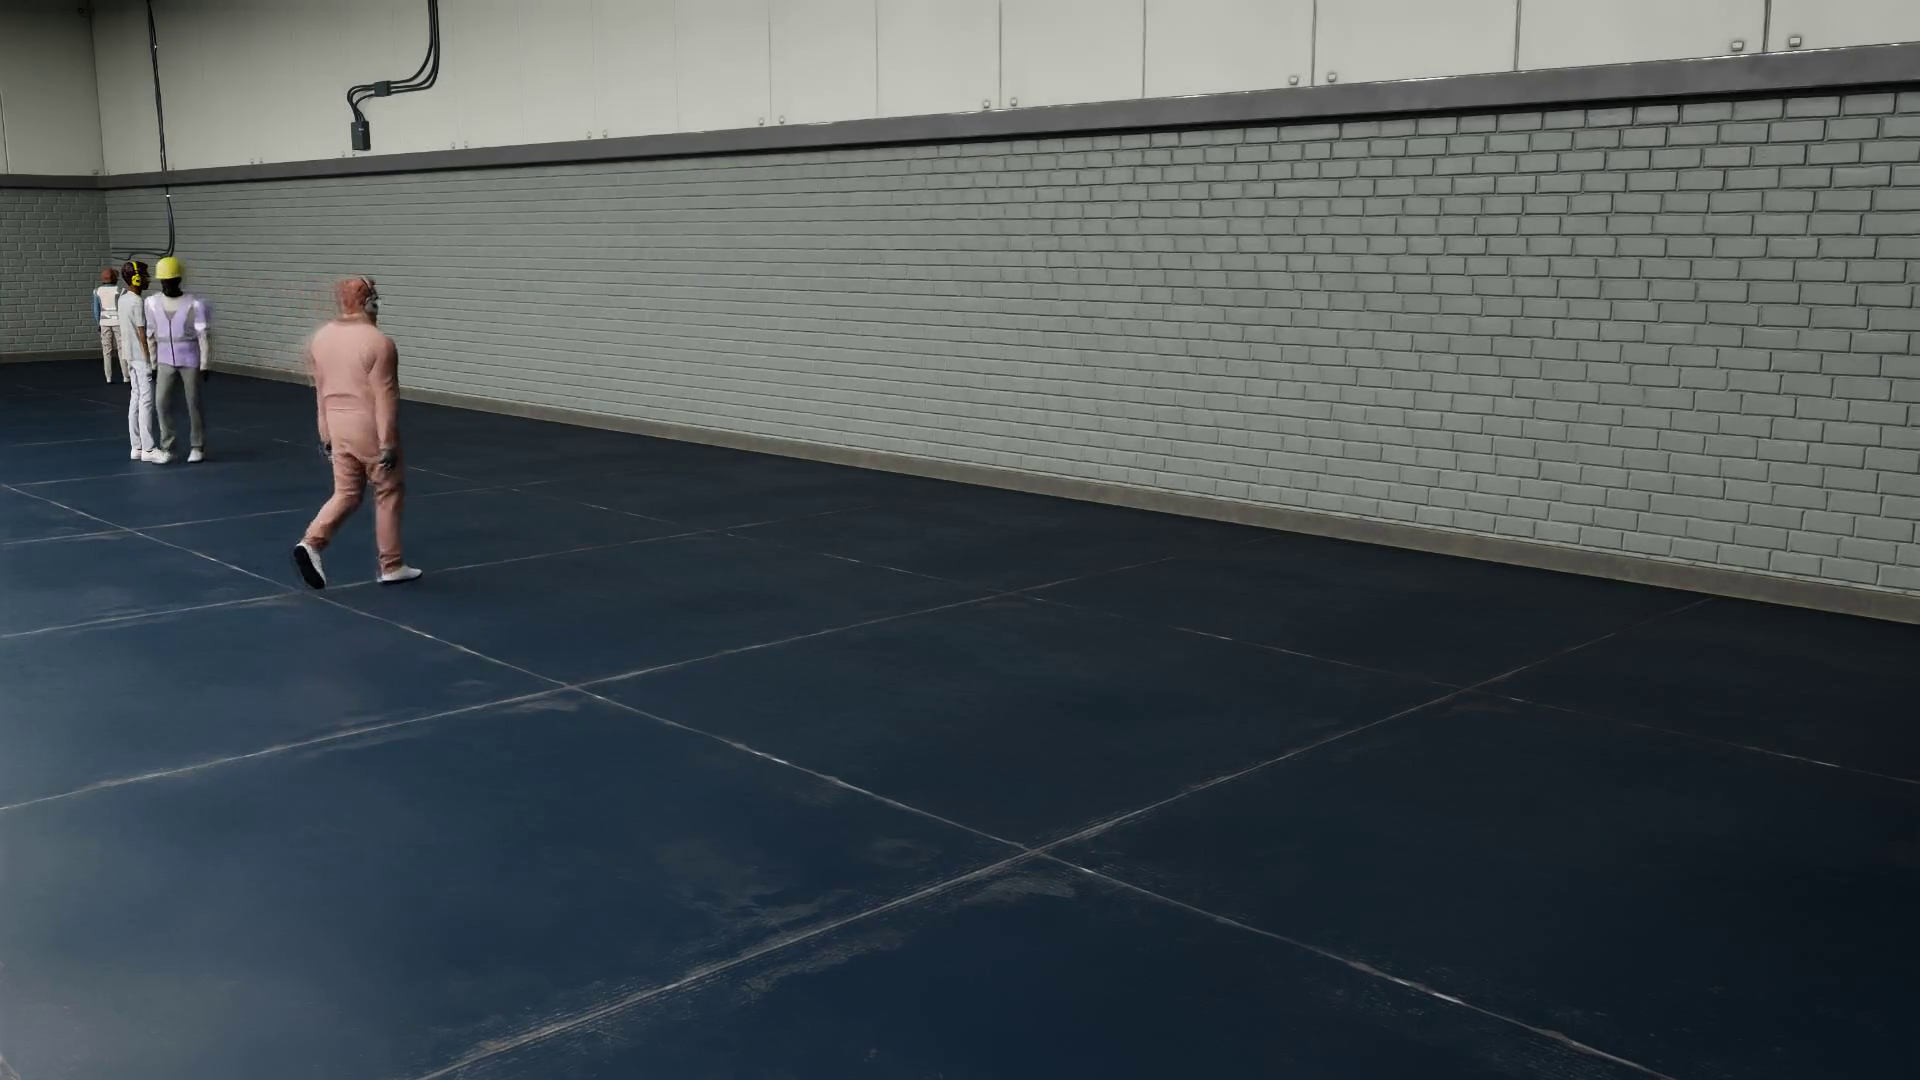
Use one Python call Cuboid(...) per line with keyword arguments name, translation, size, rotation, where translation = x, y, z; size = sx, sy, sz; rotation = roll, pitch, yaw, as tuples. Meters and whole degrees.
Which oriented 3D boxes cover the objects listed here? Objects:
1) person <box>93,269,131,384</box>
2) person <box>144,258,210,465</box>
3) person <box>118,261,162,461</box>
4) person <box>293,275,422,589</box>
Cuboid(name="person", translation=(-12.096, -3.052, 23.776), size=(0.515, 1.636, 0.314), rotation=(0, 10, 1))
Cuboid(name="person", translation=(-7.211, -1.633, 15.302), size=(0.605, 1.895, 0.783), rotation=(-1, 10, -3))
Cuboid(name="person", translation=(-7.720, -1.689, 15.707), size=(0.515, 1.872, 0.328), rotation=(10, 14, 42))
Cuboid(name="person", translation=(-3.614, -0.626, 9.905), size=(0.639, 1.883, 0.780), rotation=(5, 11, 25))
